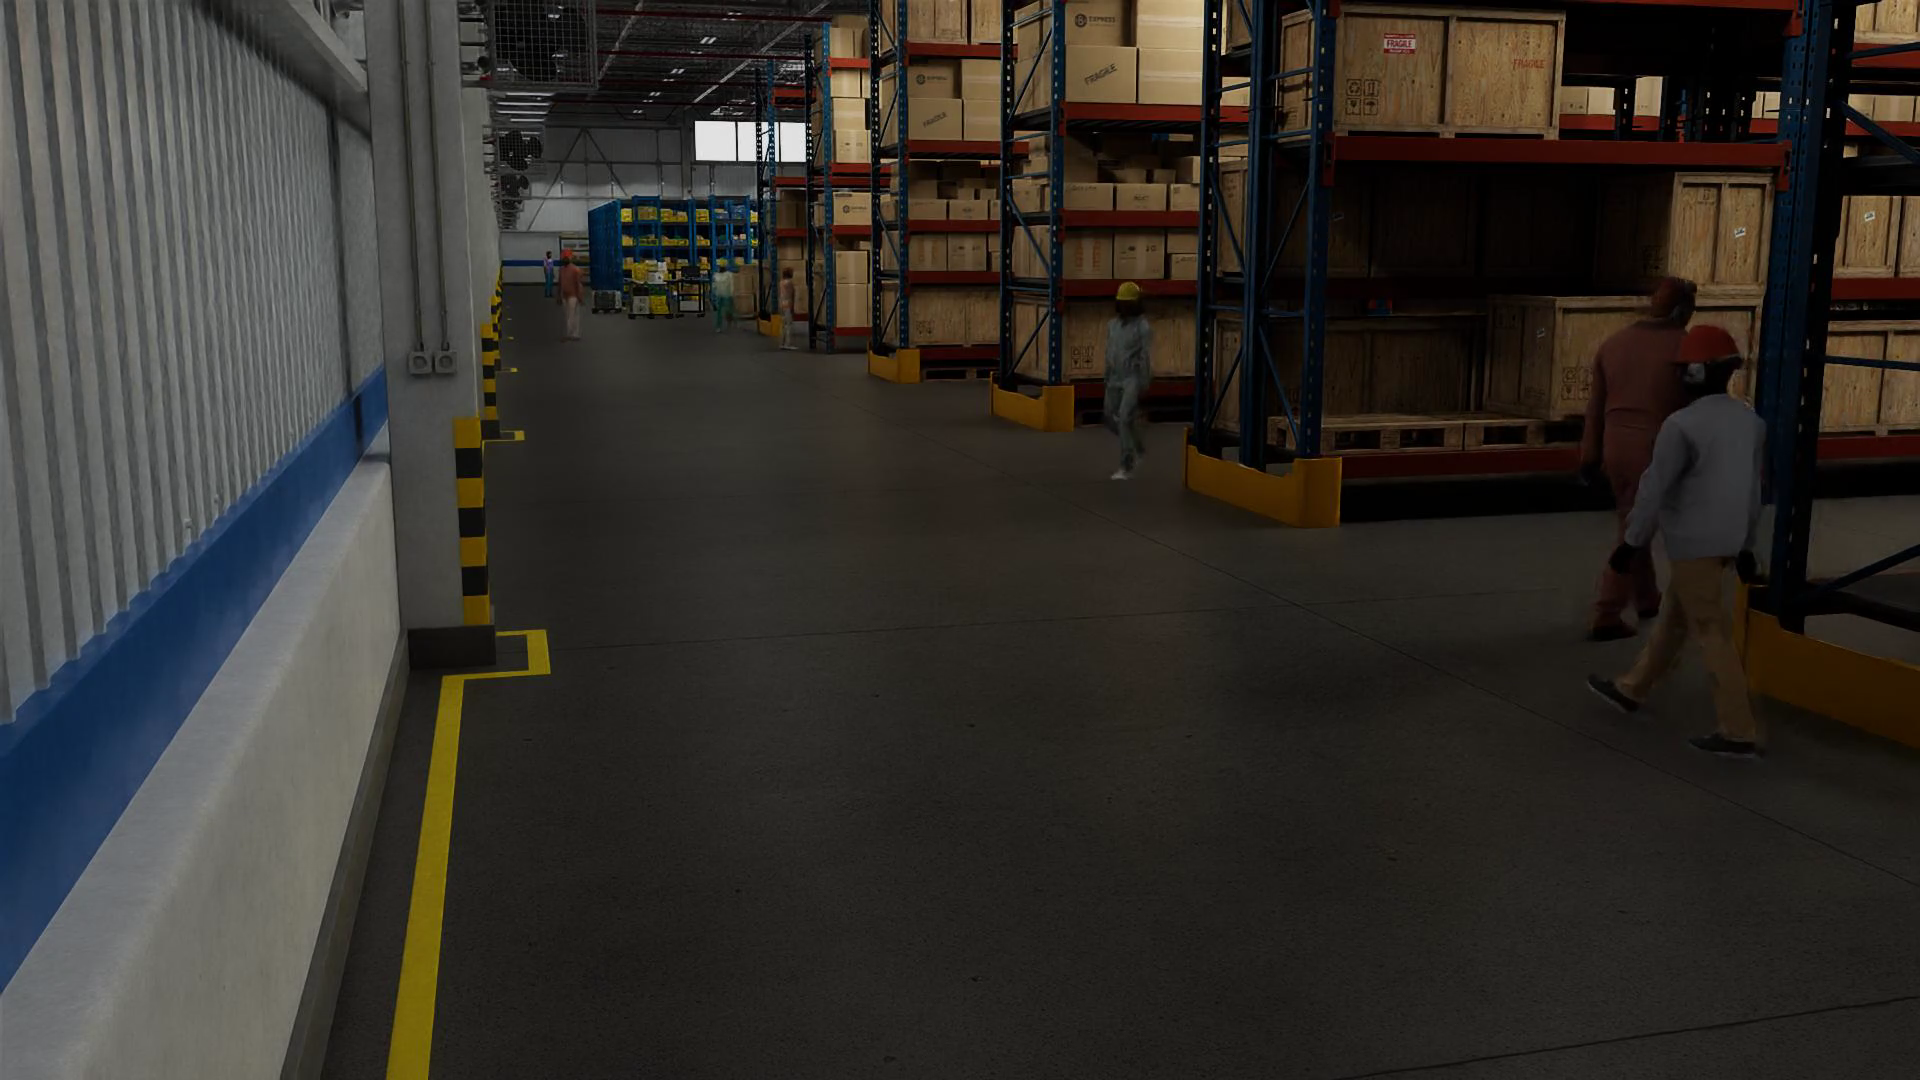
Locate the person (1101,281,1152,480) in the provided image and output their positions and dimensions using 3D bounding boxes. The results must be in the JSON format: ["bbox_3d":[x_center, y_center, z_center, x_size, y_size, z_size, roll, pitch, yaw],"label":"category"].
[{"bbox_3d":[1.467,-1.390,14.501,0.446,1.721,0.510,-8,13,-40],"label":"person"}]

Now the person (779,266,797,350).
[{"bbox_3d":[-3.390,-4.550,32.659,0.311,1.636,0.523,-5,11,-25],"label":"person"}]

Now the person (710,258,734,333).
[{"bbox_3d":[-5.580,-5.730,38.995,0.614,1.745,0.408,3,10,16],"label":"person"}]

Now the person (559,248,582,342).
[{"bbox_3d":[-8.274,-5.180,35.212,0.623,1.992,0.396,7,12,33],"label":"person"}]

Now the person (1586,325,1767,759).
[{"bbox_3d":[2.948,-0.017,6.789,0.563,1.705,0.891,-7,12,-35],"label":"person"}]

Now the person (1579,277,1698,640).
[{"bbox_3d":[3.649,-0.421,8.649,0.951,1.861,0.654,-6,12,-30],"label":"person"}]

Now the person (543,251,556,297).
[{"bbox_3d":[-16.375,-10.572,66.213,0.374,1.833,0.564,4,11,20],"label":"person"}]
